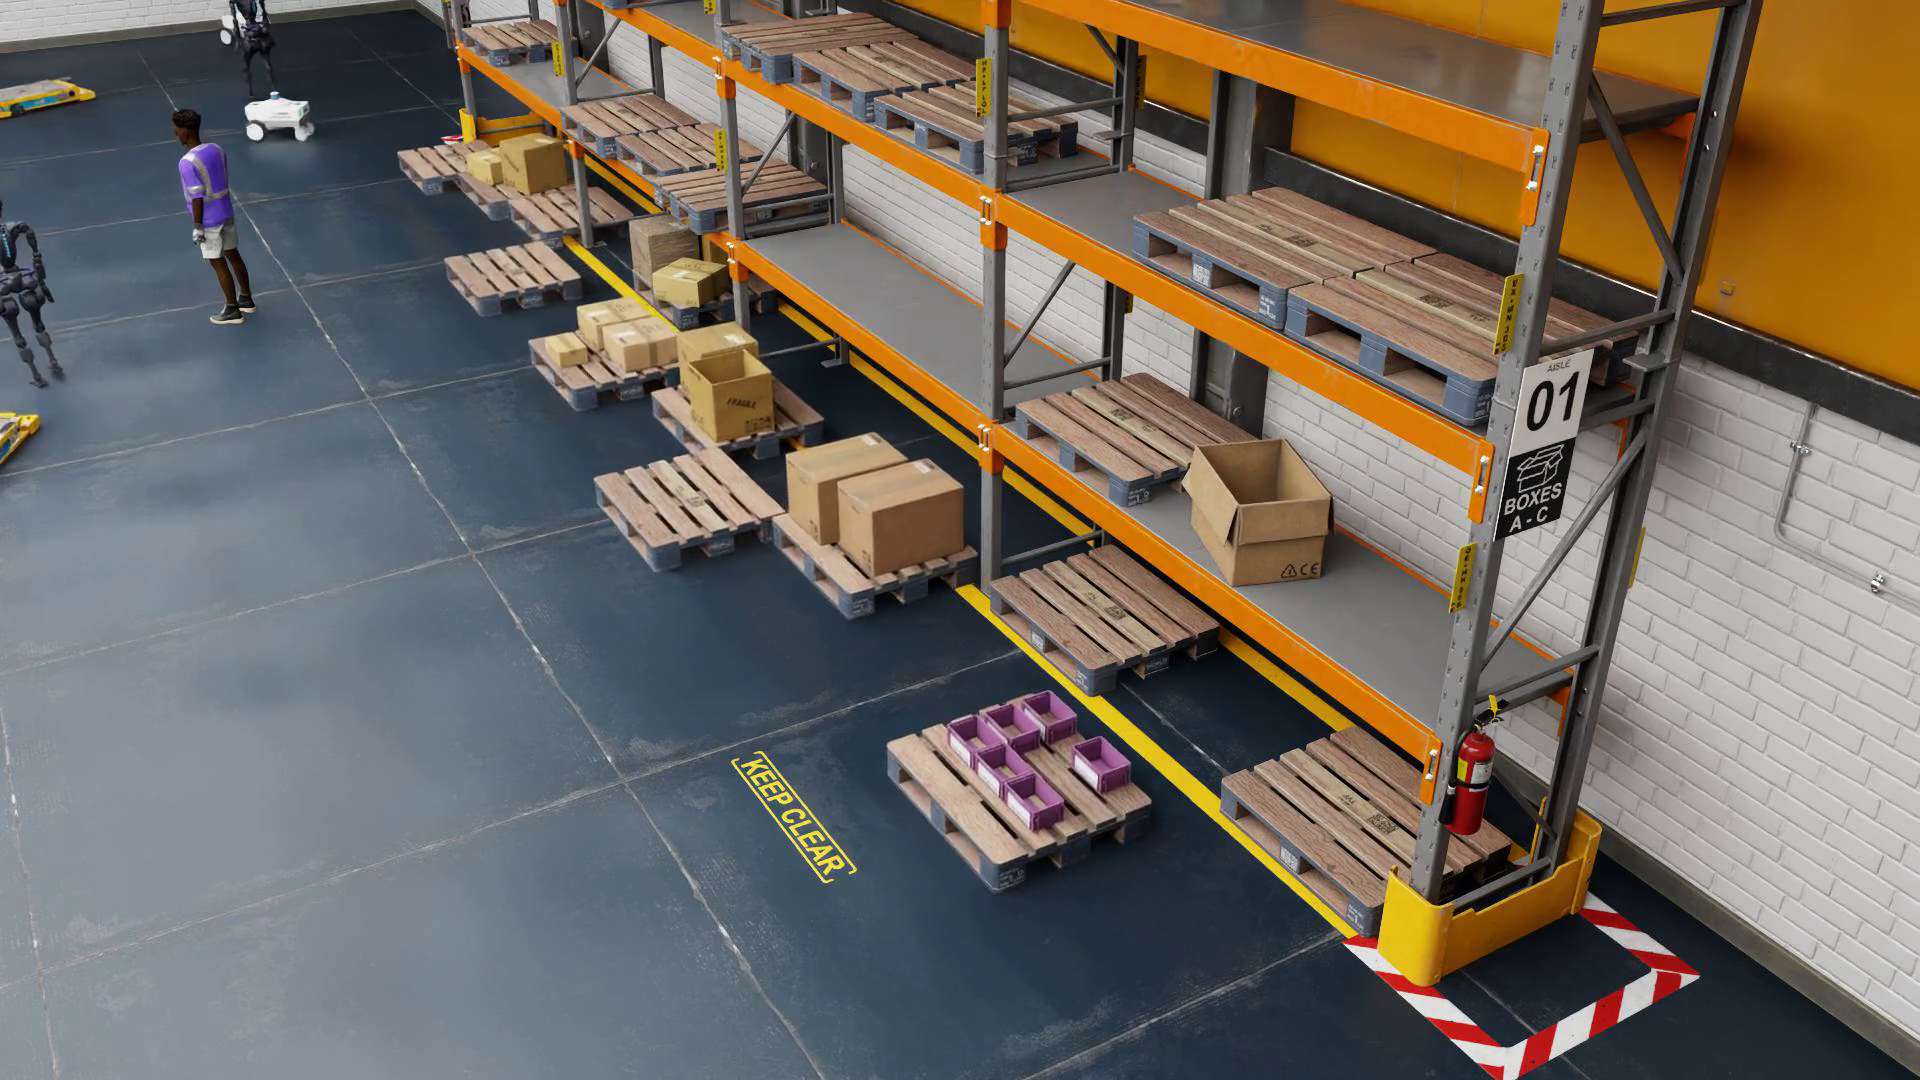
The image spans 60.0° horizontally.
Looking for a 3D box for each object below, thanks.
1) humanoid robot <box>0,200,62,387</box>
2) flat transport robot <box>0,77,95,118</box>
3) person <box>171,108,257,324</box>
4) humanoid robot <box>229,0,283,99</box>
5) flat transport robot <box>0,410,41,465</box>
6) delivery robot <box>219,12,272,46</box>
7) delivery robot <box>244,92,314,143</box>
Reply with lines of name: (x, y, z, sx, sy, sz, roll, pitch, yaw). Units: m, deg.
humanoid robot: (-7.905, -2.073, 13.864, 0.348, 1.654, 0.601, 26, 38, 38)
flat transport robot: (-12.252, -5.806, 21.883, 0.659, 0.231, 1.431, 20, 35, 32)
person: (-6.793, -2.934, 15.092, 0.363, 1.963, 0.611, 4, 30, 6)
humanoid robot: (-9.337, -6.639, 21.933, 0.567, 1.639, 0.608, 15, 33, 24)
flat transport robot: (-7.693, -0.648, 12.776, 0.659, 0.231, 1.431, -3, 30, -5)
delivery robot: (-10.690, -7.681, 24.896, 0.750, 0.587, 0.525, 13, 32, 21)
delivery robot: (-8.457, -5.226, 20.587, 0.808, 0.614, 0.499, -1, 30, -1)
